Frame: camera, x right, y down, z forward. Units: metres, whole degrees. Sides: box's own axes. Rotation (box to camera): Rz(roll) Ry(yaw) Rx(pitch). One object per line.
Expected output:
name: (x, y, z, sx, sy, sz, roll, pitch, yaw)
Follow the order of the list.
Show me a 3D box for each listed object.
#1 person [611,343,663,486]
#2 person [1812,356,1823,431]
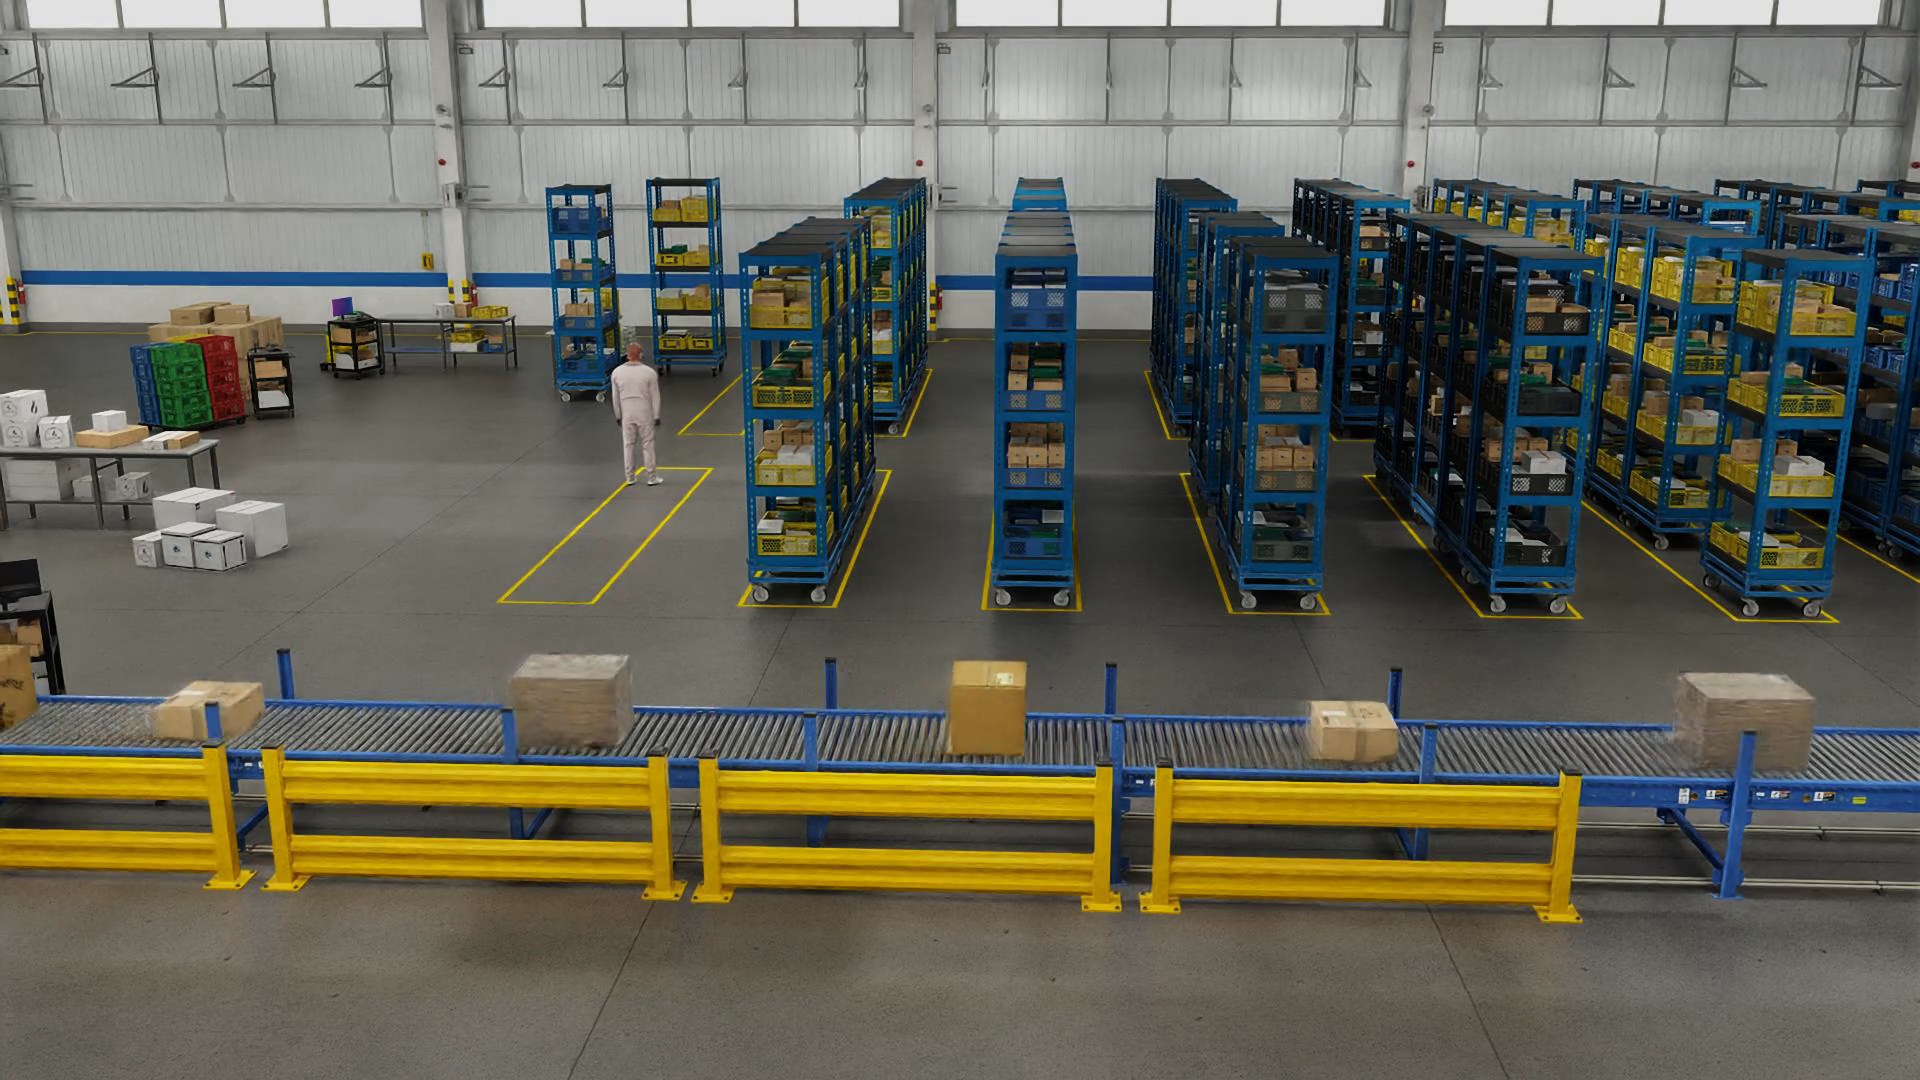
person: (-4.278, -1.668, 22.118, 0.643, 1.910, 0.400, 2, 15, 9)
person: (11.659, -1.823, 22.845, 0.432, 1.831, 0.578, 2, 15, 8)
